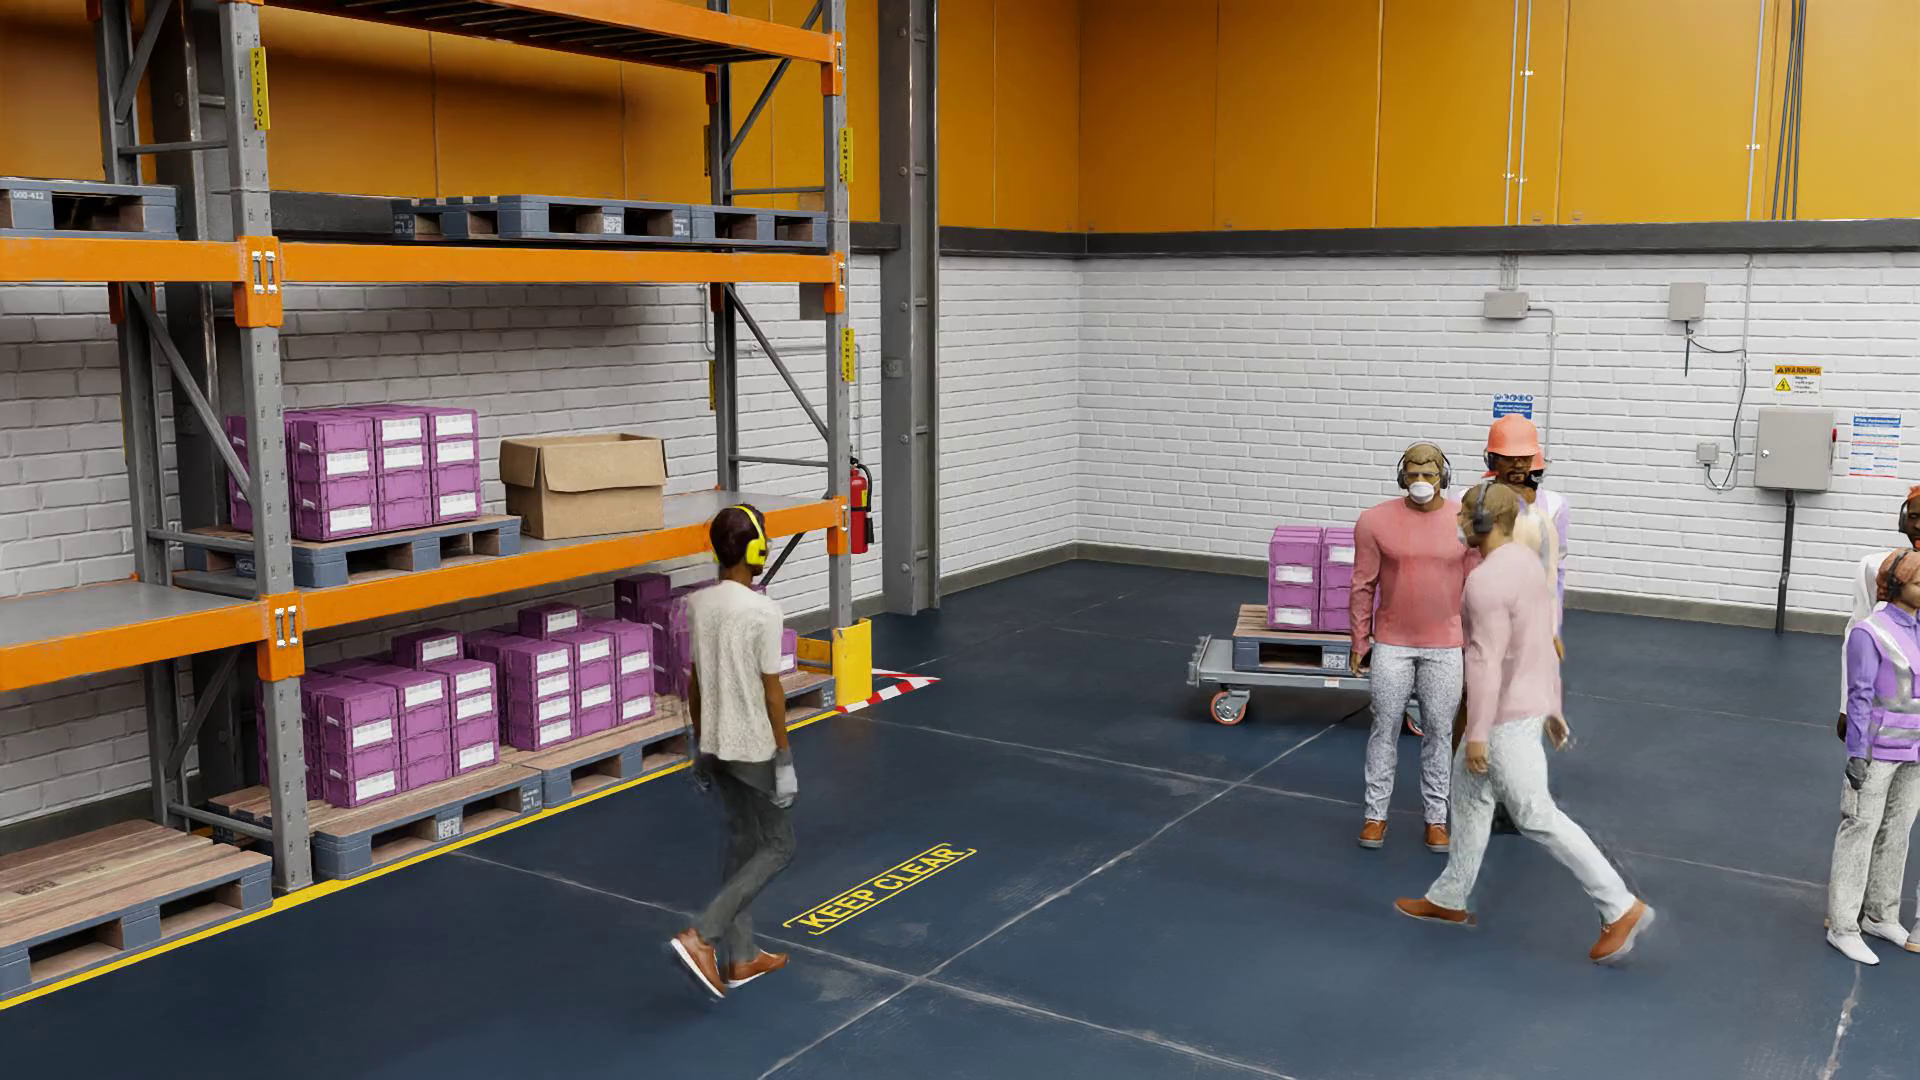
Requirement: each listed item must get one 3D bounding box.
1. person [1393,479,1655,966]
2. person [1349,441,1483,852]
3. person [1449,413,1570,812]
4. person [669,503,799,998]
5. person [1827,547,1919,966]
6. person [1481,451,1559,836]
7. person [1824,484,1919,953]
[{"bbox_3d":[2.284,0.710,6.632,0.992,1.895,0.663,5,10,31],"label":"person"},{"bbox_3d":[2.142,0.499,7.800,0.636,1.938,0.354,2,9,13],"label":"person"},{"bbox_3d":[2.642,0.406,8.072,0.607,2.044,0.375,0,9,-2],"label":"person"},{"bbox_3d":[-0.850,0.795,6.160,0.536,1.852,0.536,8,12,42],"label":"person"},{"bbox_3d":[3.673,0.839,6.561,0.524,1.639,0.308,-4,10,-27],"label":"person"},{"bbox_3d":[2.697,0.463,8.102,0.389,1.924,0.549,4,10,26],"label":"person"},{"bbox_3d":[3.824,0.700,6.678,0.356,1.884,0.574,-8,12,-40],"label":"person"}]
